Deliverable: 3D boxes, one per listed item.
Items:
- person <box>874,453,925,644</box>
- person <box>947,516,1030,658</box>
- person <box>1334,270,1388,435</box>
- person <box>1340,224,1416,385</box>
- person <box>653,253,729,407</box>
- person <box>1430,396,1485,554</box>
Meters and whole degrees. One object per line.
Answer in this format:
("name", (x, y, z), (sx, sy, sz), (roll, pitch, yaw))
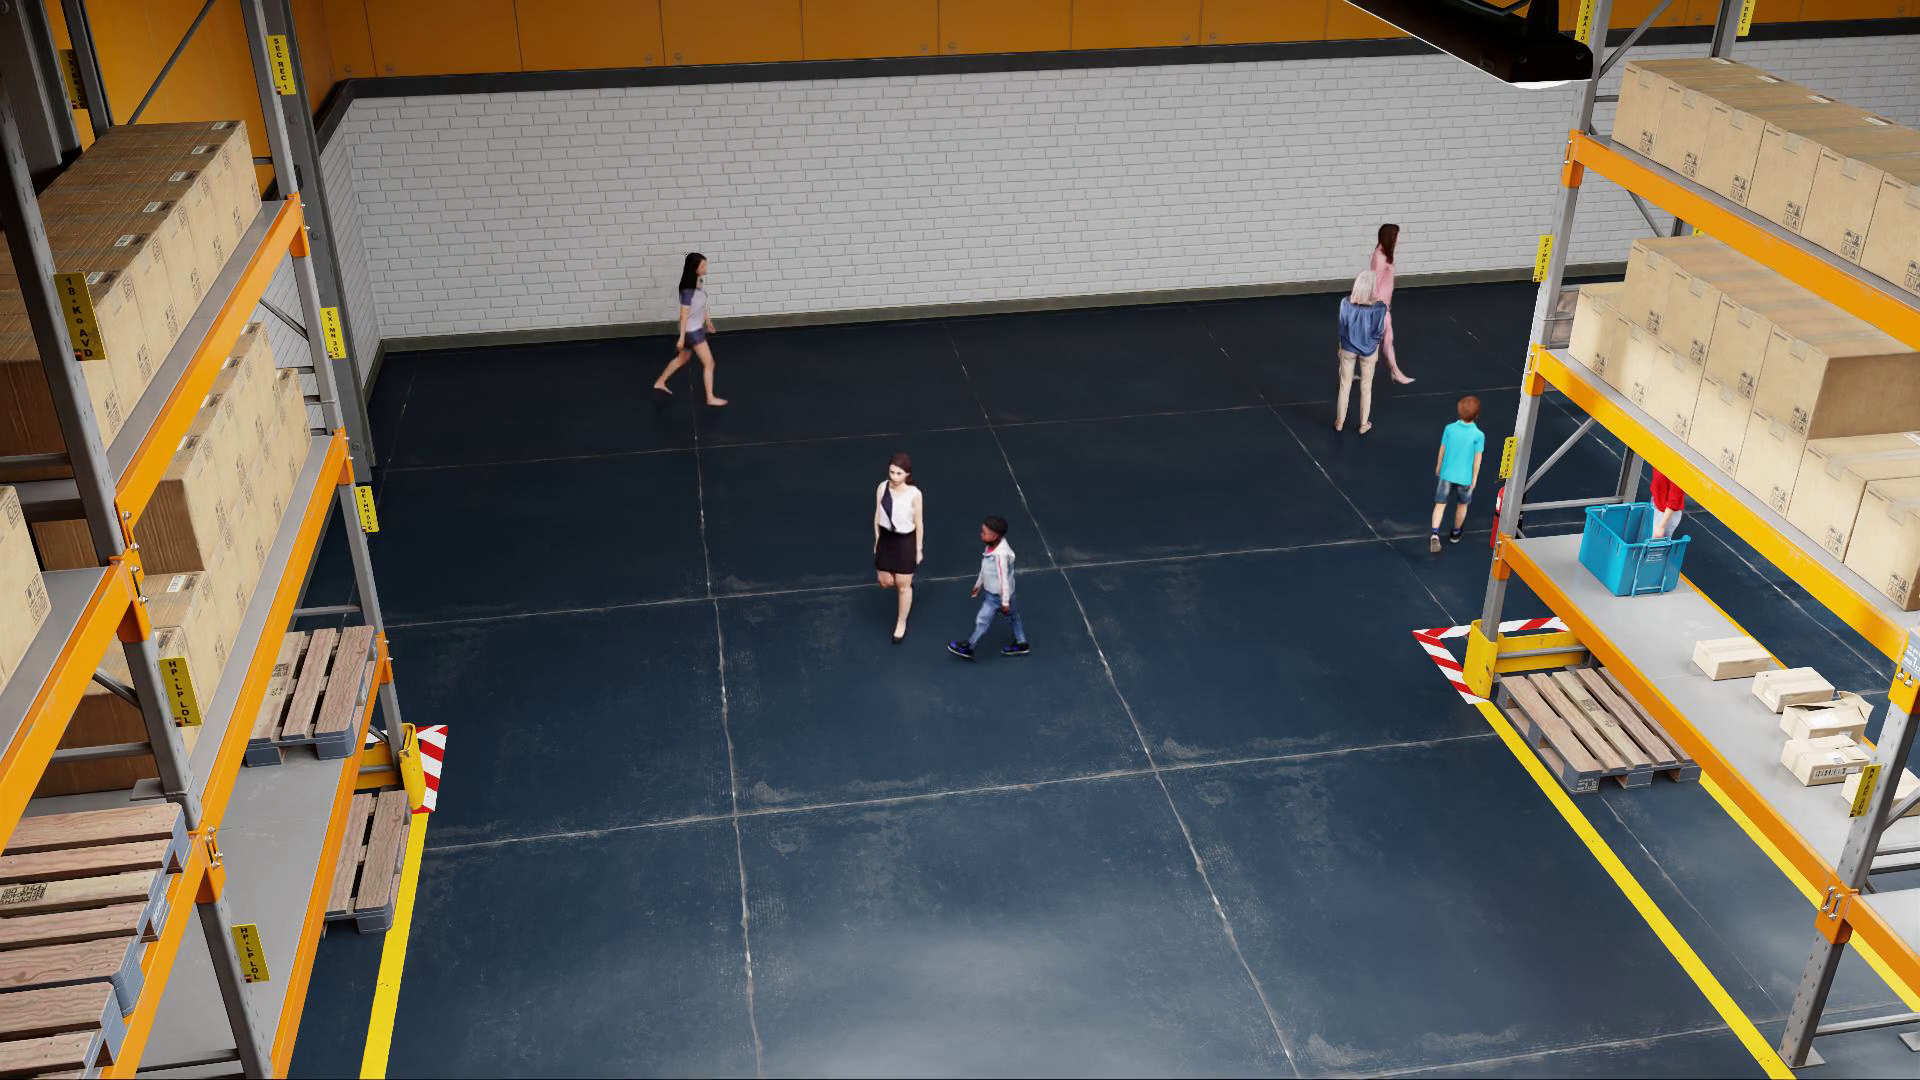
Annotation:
("person", (-0.459, 0.025, 13.210), (0.747, 1.639, 0.839), (10, 30, 18))
("person", (0.371, 0.383, 12.983), (0.635, 1.227, 0.844), (-1, 29, -2))
("person", (3.992, -1.887, 16.653), (0.708, 1.697, 0.725), (10, 30, 17))
("person", (4.342, -2.481, 17.674), (0.972, 1.763, 1.072), (7, 29, 12))
("person", (-2.839, -2.165, 17.206), (0.820, 1.657, 1.034), (-1, 29, -2))
("person", (4.319, -0.560, 14.499), (0.838, 1.430, 0.944), (14, 32, 25))
